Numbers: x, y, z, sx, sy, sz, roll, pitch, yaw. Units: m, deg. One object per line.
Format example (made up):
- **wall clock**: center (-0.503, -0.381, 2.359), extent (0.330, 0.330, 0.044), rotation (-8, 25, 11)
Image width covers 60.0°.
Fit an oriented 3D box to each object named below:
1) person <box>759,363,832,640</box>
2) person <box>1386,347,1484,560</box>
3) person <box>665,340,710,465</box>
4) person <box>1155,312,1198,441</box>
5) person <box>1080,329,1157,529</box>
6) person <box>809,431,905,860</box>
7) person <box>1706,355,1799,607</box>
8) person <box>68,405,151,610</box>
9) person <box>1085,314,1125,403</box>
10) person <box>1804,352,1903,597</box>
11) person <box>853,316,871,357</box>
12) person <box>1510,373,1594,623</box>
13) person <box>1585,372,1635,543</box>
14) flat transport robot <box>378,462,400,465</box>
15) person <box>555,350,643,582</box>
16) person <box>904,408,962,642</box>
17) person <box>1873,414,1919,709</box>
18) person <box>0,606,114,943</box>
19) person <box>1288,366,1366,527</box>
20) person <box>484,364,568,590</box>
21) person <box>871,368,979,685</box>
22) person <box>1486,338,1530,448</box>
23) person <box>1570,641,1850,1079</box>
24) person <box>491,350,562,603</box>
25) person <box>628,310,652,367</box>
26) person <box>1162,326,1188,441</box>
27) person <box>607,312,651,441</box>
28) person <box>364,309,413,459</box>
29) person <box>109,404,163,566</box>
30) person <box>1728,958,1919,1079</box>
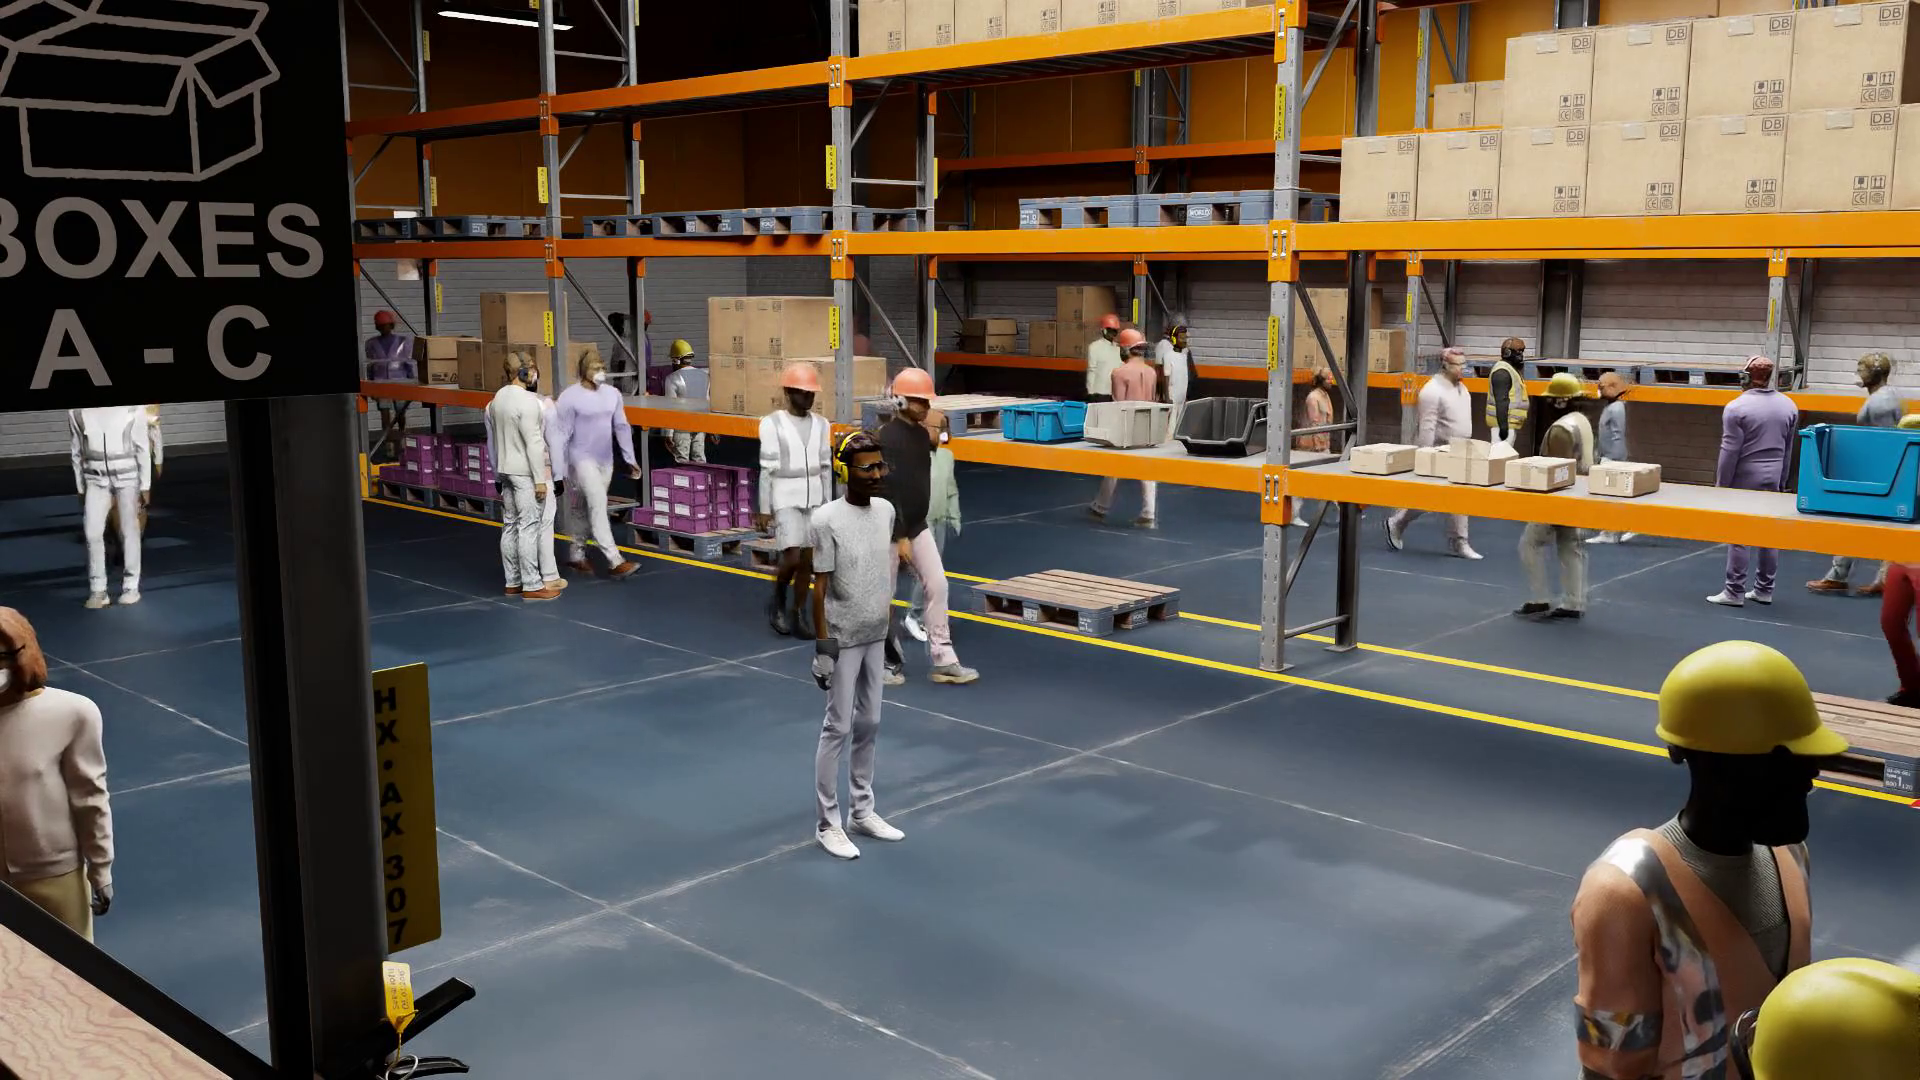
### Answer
- **person**: center (-1.103, -0.252, 11.416), extent (0.582, 1.921, 0.398), rotation (-7, 12, -38)
- **person**: center (4.255, -0.777, 14.780), extent (0.651, 1.883, 0.814), rotation (-8, 12, -41)
- **person**: center (-2.867, -1.173, 17.380), extent (0.403, 1.827, 0.588), rotation (7, 12, 38)
- **person**: center (2.735, -1.887, 21.085), extent (0.598, 2.000, 0.716), rotation (6, 11, 32)
- **person**: center (1.627, -1.115, 16.590), extent (0.657, 1.953, 0.973), rotation (-7, 12, -37)
- **person**: center (-0.447, 0.446, 7.307), extent (0.310, 1.868, 0.532), rotation (7, 12, 39)
- **person**: center (5.990, -0.442, 12.630), extent (0.636, 1.910, 0.406), rotation (-3, 10, -17)
- **person**: center (-6.402, -0.400, 12.527), extent (0.580, 1.863, 0.717), rotation (-2, 10, -14)
- **person**: center (1.899, -1.893, 21.281), extent (0.642, 1.982, 0.435), rotation (-8, 12, -41)
- **person**: center (6.987, -0.500, 12.964), extent (0.809, 1.908, 0.661), rotation (5, 11, 30)
- **person**: center (-1.624, -2.403, 24.826), extent (0.675, 1.903, 0.677), rotation (-9, 13, -43)
- **person**: center (4.277, -0.304, 12.061), extent (0.599, 1.813, 0.626), rotation (7, 12, 37)
- **person**: center (6.048, -0.743, 15.388), extent (0.412, 1.619, 0.509), rotation (2, 10, 15)
- **flat transport robot**: center (-6.373, -0.831, 20.021), extent (1.431, 0.197, 0.652), rotation (-4, 10, -24)
- **person**: center (-2.951, -0.610, 13.705), extent (1.009, 1.886, 0.643), rotation (6, 11, 33)
- **person**: center (-0.203, -0.094, 11.369), extent (0.384, 1.615, 0.522), rotation (7, 12, 37)
- **person**: center (5.474, 0.166, 9.442), extent (0.324, 1.725, 0.679), rotation (-1, 9, -5)
- **person**: center (-2.705, 0.979, 4.792), extent (0.497, 1.626, 0.287), rotation (-3, 10, -19)
- **person**: center (3.606, -0.903, 16.380), extent (0.828, 1.599, 0.551), rotation (5, 10, 28)
- **person**: center (-3.422, -0.498, 13.199), extent (0.621, 1.837, 0.429), rotation (2, 9, 11)
- **person**: center (-0.268, -0.054, 10.089), extent (0.877, 1.959, 0.629), rotation (6, 11, 33)
- **person**: center (5.775, -1.208, 17.549), extent (0.428, 1.839, 0.619), rotation (4, 10, 24)
- **person**: center (1.310, 1.123, 2.967), extent (0.588, 1.930, 0.359), rotation (-7, 12, -36)
- **person**: center (-3.366, -0.489, 12.822), extent (0.372, 1.940, 0.631), rotation (-8, 12, -41)
- **person**: center (-4.860, -2.543, 25.444), extent (0.375, 1.931, 0.542), rotation (2, 10, 14)
- **person**: center (2.655, -1.675, 20.337), extent (0.326, 1.861, 0.518), rotation (6, 11, 35)
- **person**: center (-4.918, -2.409, 24.601), extent (0.740, 1.938, 0.605), rotation (-3, 10, -18)
- **person**: center (-7.725, -2.120, 22.561), extent (0.625, 2.019, 0.572), rotation (-2, 9, -11)
- **person**: center (-7.170, -0.720, 14.298), extent (0.587, 1.915, 0.613), rotation (-4, 10, -22)
- **person**: center (1.033, 1.355, 2.048), extent (0.313, 1.769, 0.523), rotation (9, 13, 43)
